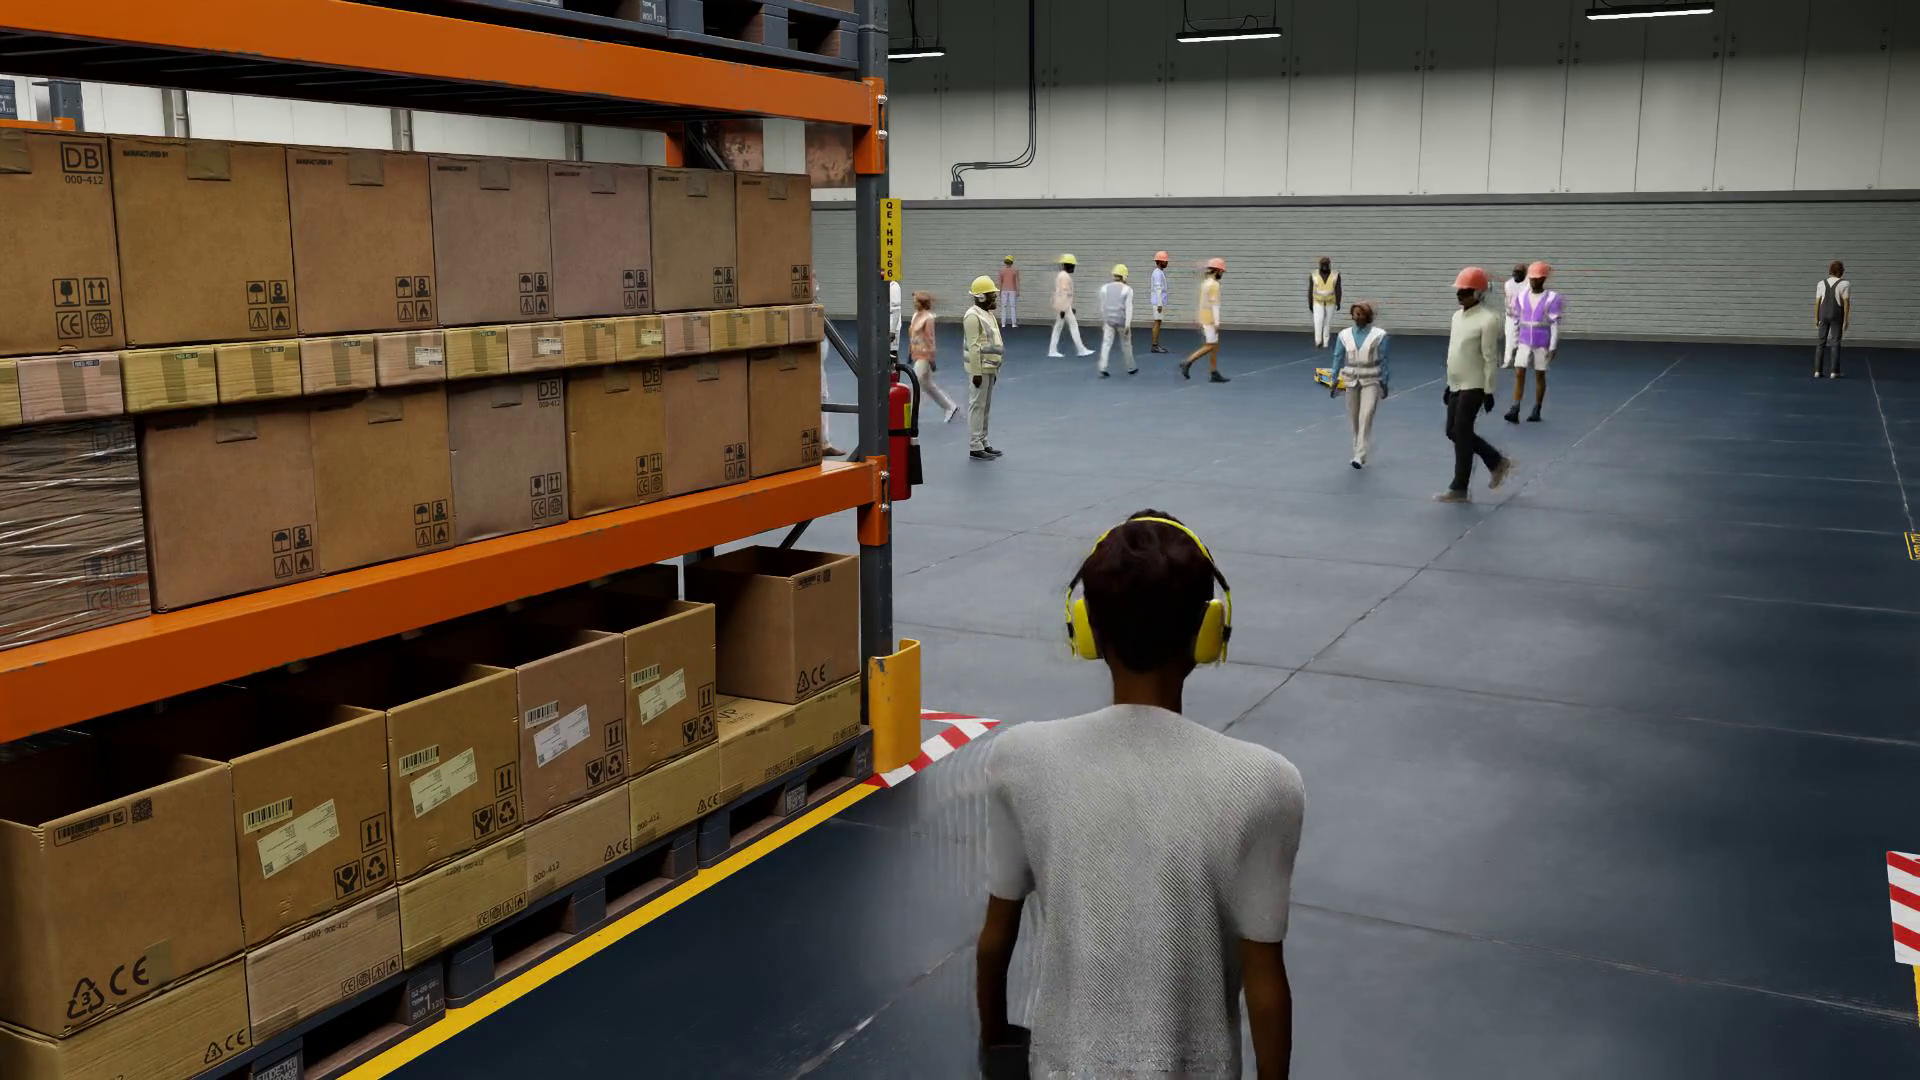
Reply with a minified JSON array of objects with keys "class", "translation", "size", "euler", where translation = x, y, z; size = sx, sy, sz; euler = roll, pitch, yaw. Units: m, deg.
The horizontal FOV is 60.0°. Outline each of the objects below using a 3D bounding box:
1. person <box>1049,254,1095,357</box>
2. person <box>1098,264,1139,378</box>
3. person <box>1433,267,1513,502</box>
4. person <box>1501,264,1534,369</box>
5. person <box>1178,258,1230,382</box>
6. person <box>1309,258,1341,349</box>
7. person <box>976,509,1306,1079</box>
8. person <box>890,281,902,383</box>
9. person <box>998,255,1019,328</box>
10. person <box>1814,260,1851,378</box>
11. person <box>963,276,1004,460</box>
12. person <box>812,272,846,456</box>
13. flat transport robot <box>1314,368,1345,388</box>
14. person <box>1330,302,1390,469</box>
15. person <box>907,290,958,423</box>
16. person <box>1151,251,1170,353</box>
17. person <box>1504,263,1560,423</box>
[{"class":"person","translation":[2.059,-4.295,30.592],"size":[0.919,1.890,0.591],"euler":[-1,10,-5]},{"class":"person","translation":[2.485,-3.447,26.266],"size":[0.591,1.787,0.949],"euler":[6,12,32]},{"class":"person","translation":[4.371,-1.309,14.035],"size":[0.680,1.980,0.614],"euler":[-2,11,-10]},{"class":"person","translation":[9.529,-3.788,28.185],"size":[0.630,1.773,1.013],"euler":[9,14,42]},{"class":"person","translation":[3.725,-3.333,25.323],"size":[0.752,1.896,0.609],"euler":[-1,10,-5]},{"class":"person","translation":[7.257,-4.703,33.098],"size":[0.623,1.787,1.012],"euler":[1,10,8]},{"class":"person","translation":[0.275,0.861,2.623],"size":[0.552,1.832,0.808],"euler":[4,11,19]},{"class":"person","translation":[-1.007,-2.966,23.228],"size":[0.370,1.928,0.543],"euler":[-3,11,-18]},{"class":"person","translation":[1.178,-6.010,40.264],"size":[0.526,1.769,0.329],"euler":[3,11,14]},{"class":"person","translation":[13.744,-3.475,26.226],"size":[0.350,1.846,0.506],"euler":[-9,14,-40]},{"class":"person","translation":[0.243,-1.727,16.717],"size":[0.403,1.837,0.590],"euler":[3,11,15]},{"class":"person","translation":[-1.614,-1.763,16.802],"size":[0.822,1.883,0.650],"euler":[-4,11,-21]},{"class":"flat transport robot","translation":[5.741,-2.419,24.765],"size":[0.652,0.197,1.431],"euler":[0,10,1]},{"class":"person","translation":[3.821,-1.476,15.993],"size":[0.541,1.599,0.835],"euler":[7,12,32]},{"class":"person","translation":[-0.384,-2.149,19.634],"size":[0.761,1.606,0.512],"euler":[-3,11,-18]},{"class":"person","translation":[3.824,-4.535,31.754],"size":[0.356,1.936,0.551],"euler":[1,10,5]},{"class":"person","translation":[6.810,-2.335,19.834],"size":[0.570,1.905,0.875],"euler":[7,13,35]}]
